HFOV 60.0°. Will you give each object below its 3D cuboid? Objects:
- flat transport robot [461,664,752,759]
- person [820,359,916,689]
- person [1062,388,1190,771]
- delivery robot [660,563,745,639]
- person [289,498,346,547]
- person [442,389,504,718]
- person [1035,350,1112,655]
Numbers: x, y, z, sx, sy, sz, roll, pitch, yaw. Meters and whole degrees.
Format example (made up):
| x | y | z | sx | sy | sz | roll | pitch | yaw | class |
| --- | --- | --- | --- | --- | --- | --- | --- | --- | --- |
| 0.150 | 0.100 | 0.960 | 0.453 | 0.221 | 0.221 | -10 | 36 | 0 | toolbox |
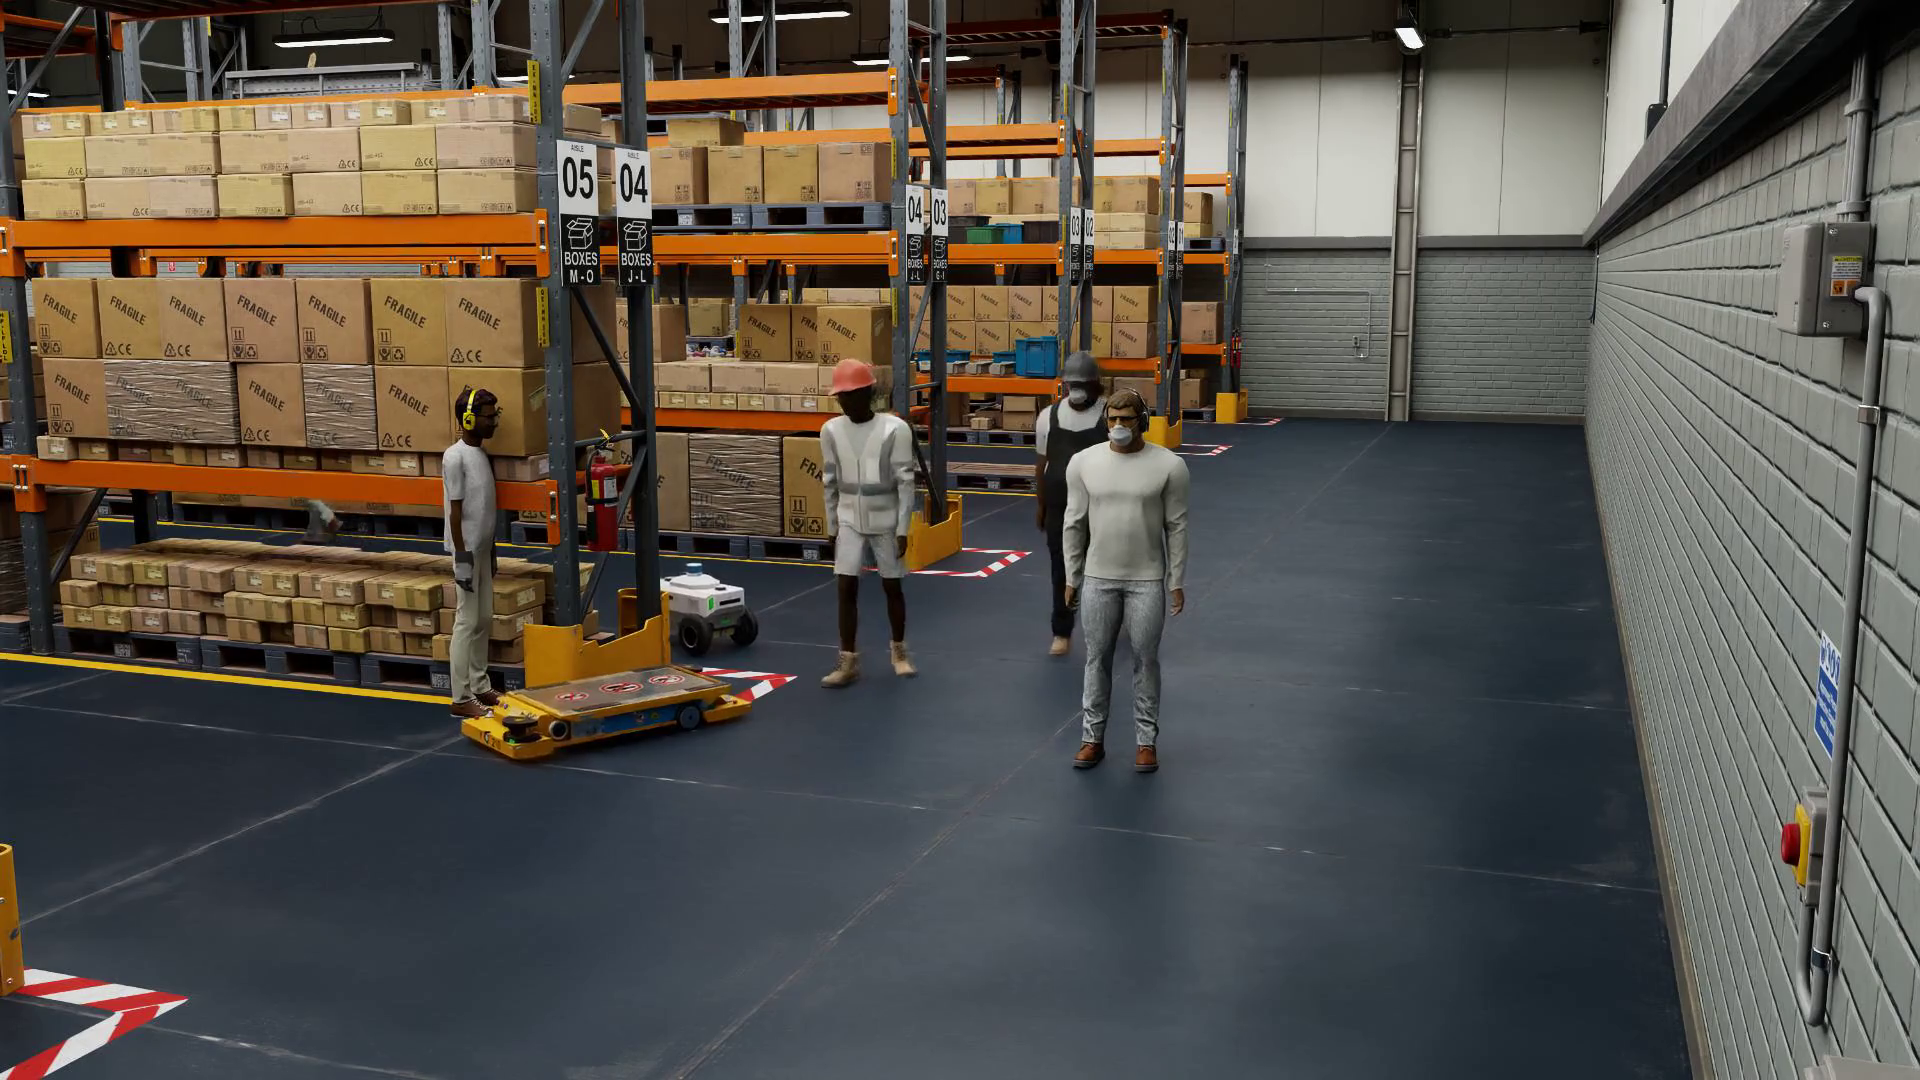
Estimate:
| x | y | z | sx | sy | sz | roll | pitch | yaw | class |
| --- | --- | --- | --- | --- | --- | --- | --- | --- | --- |
| -1.923 | 0.915 | 9.118 | 1.431 | 0.197 | 0.652 | -8 | 12 | -39 | flat transport robot |
| -0.546 | -0.101 | 10.149 | 0.624 | 2.005 | 0.714 | 3 | 10 | 18 | person |
| 0.827 | 0.202 | 8.378 | 0.637 | 1.938 | 0.355 | 2 | 9 | 13 | person |
| -1.779 | 0.399 | 11.161 | 0.707 | 0.478 | 0.477 | 8 | 12 | 40 | delivery robot |
| -5.792 | -0.834 | 14.883 | 0.597 | 1.928 | 0.643 | 3 | 10 | 21 | person |
| -2.731 | 0.080 | 9.401 | 0.333 | 1.860 | 0.509 | 1 | 9 | 4 | person |
| 0.832 | -0.276 | 11.041 | 0.697 | 2.000 | 0.739 | 3 | 10 | 20 | person |
